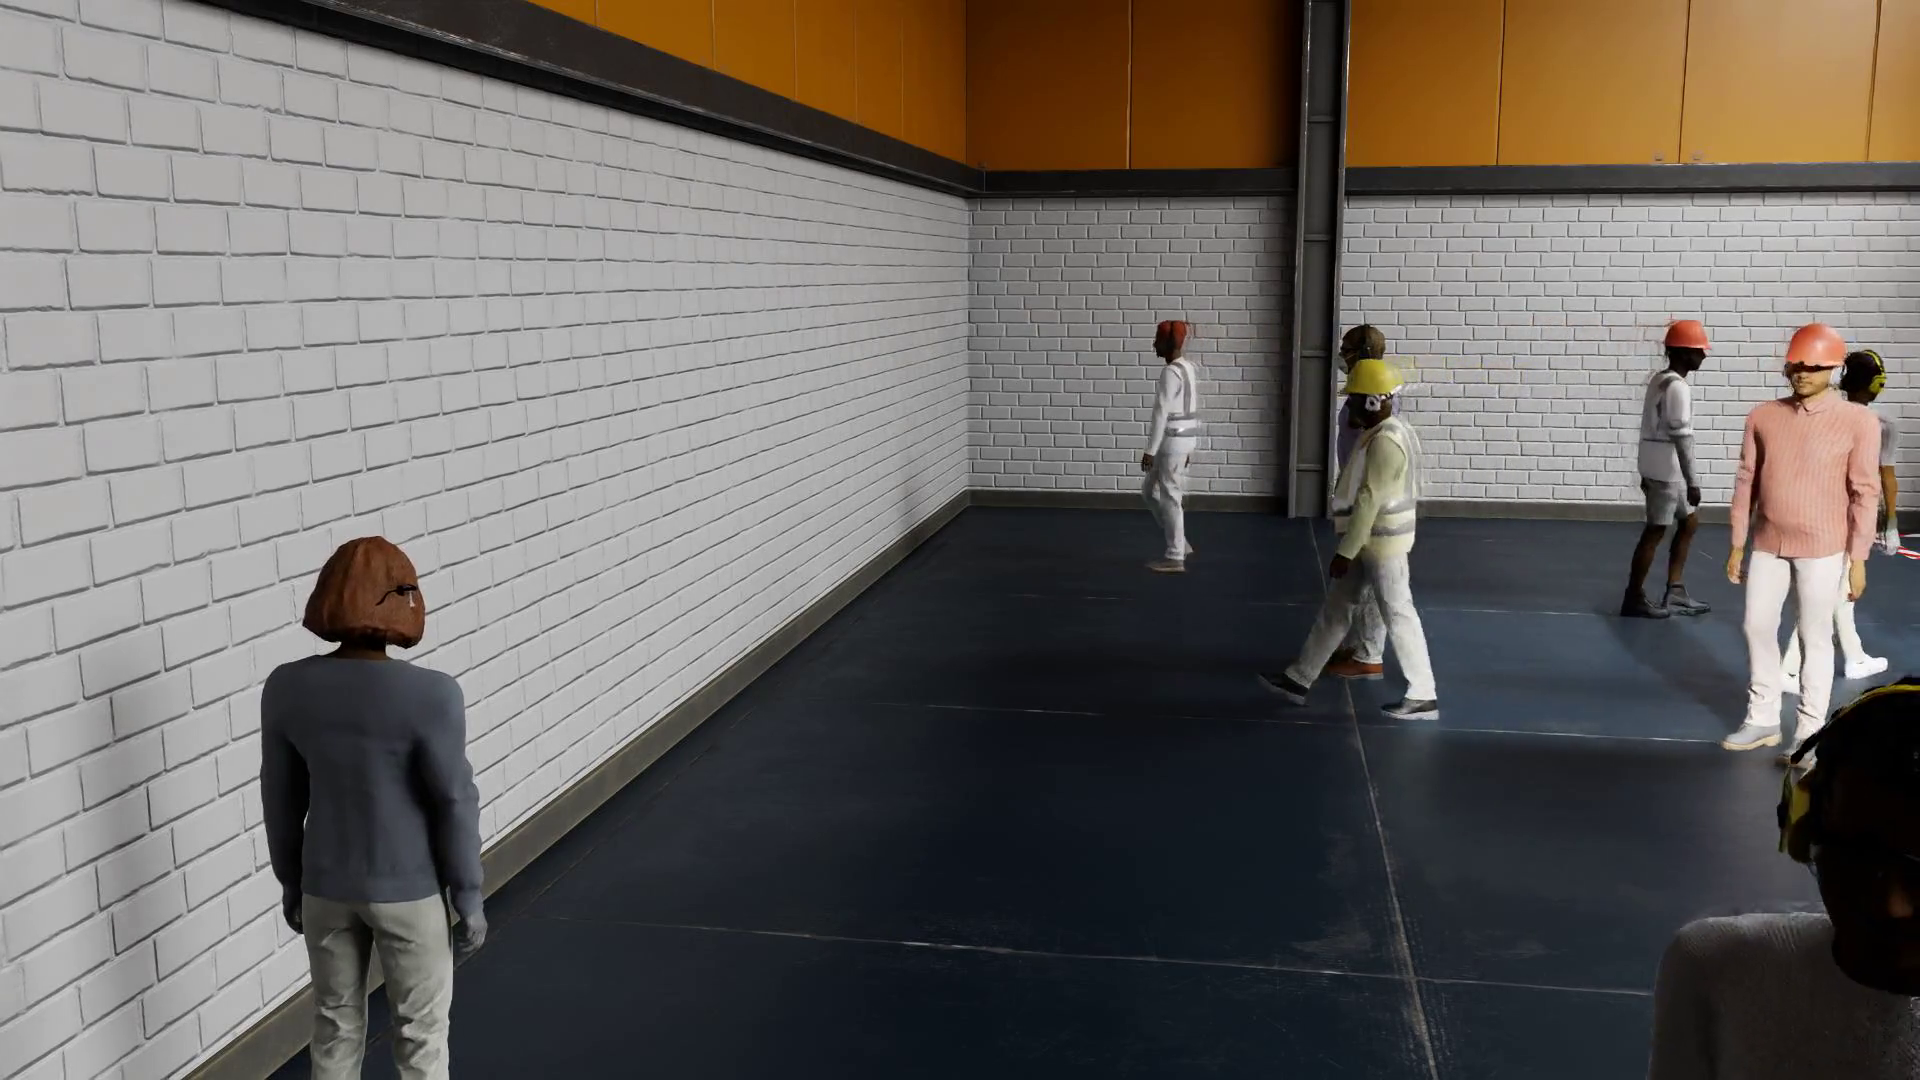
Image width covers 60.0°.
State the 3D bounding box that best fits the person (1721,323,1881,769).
[{"bbox_3d":[3.776,0.022,7.506,0.383,1.985,0.666,-6,11,-33],"label":"person"}]

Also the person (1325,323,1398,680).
[{"bbox_3d":[2.201,-0.205,9.070,0.378,1.940,0.629,3,10,16],"label":"person"}]

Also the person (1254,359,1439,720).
[{"bbox_3d":[1.970,0.002,8.256,0.924,1.781,0.591,1,9,6],"label":"person"}]

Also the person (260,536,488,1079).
[{"bbox_3d":[-1.313,0.803,3.765,0.507,1.631,0.270,2,9,11],"label":"person"}]

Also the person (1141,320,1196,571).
[{"bbox_3d":[1.526,-0.682,12.274,0.427,1.867,0.578,2,9,13],"label":"person"}]

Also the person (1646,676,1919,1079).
[{"bbox_3d":[0.903,1.033,1.791,1.003,1.802,0.568,-9,13,-44],"label":"person"}]

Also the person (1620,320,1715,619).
[{"bbox_3d":[4.590,-0.433,10.567,0.723,1.909,0.579,2,9,12],"label":"person"}]

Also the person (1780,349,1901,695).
[{"bbox_3d":[4.657,-0.096,8.814,1.003,1.816,0.482,-4,10,-26],"label":"person"}]
